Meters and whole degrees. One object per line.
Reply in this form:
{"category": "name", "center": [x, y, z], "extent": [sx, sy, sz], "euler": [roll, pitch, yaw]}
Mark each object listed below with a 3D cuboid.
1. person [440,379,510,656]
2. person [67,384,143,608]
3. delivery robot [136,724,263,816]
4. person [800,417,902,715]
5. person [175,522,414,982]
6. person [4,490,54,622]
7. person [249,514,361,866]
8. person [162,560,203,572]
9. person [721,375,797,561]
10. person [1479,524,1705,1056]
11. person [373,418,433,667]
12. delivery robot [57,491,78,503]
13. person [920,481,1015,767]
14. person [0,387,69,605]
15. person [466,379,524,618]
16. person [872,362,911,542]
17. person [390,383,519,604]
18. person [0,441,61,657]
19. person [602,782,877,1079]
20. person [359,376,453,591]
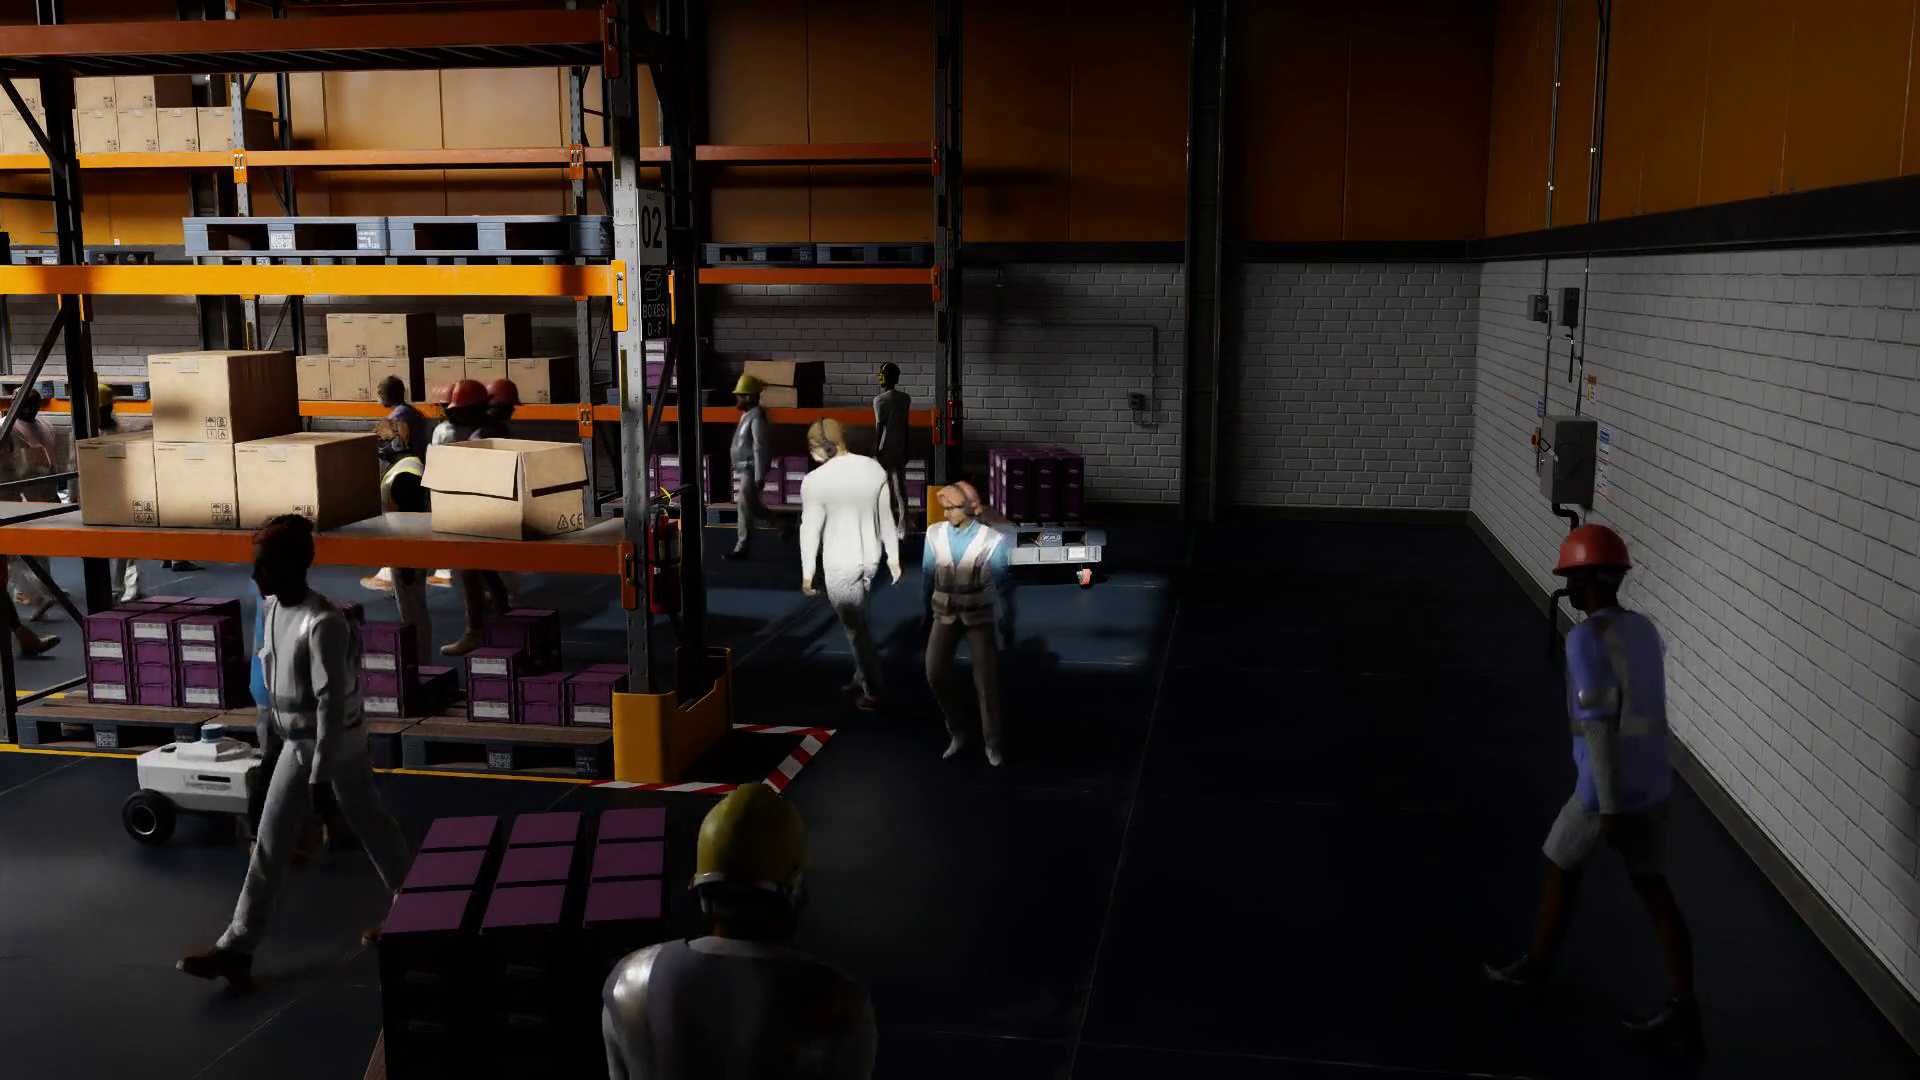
{"category": "person", "center": [-3.518, -0.158, 12.103], "extent": [0.566, 2.029, 0.642], "euler": [-1, 9, -8]}
{"category": "person", "center": [-7.041, -0.344, 13.724], "extent": [0.609, 1.868, 0.996], "euler": [-1, 9, -3]}
{"category": "delivery robot", "center": [-3.680, 1.153, 8.225], "extent": [0.707, 0.478, 0.477], "euler": [2, 9, 14]}
{"category": "person", "center": [-0.743, 0.166, 10.529], "extent": [0.694, 1.890, 0.713], "euler": [-9, 12, -43]}
{"category": "person", "center": [-2.591, 0.828, 6.623], "extent": [0.591, 1.816, 1.042], "euler": [8, 12, 42]}
{"category": "person", "center": [-7.667, -0.139, 13.312], "extent": [0.809, 1.596, 0.526], "euler": [0, 9, 2]}
{"category": "person", "center": [-3.059, 0.709, 7.826], "extent": [0.711, 1.668, 0.540], "euler": [-4, 10, -24]}
{"category": "person", "center": [-7.364, -0.586, 15.596], "extent": [0.327, 1.760, 0.523], "euler": [-8, 12, -41]}
{"category": "person", "center": [-1.962, -0.697, 16.101], "extent": [0.680, 1.817, 0.601], "euler": [-2, 9, -11]}
{"category": "person", "center": [2.369, 0.889, 6.126], "extent": [0.583, 1.858, 0.956], "euler": [-7, 11, -35]}
{"category": "person", "center": [-3.712, 0.103, 11.096], "extent": [0.428, 1.837, 0.626], "euler": [-3, 10, -19]}
{"category": "delivery robot", "center": [-9.489, -0.321, 17.380], "extent": [0.477, 0.478, 0.707], "euler": [1, 9, 5]}
{"category": "person", "center": [0.045, 0.473, 9.403], "extent": [0.608, 1.627, 0.378], "euler": [4, 10, 21]}
{"category": "person", "center": [-7.868, -0.384, 14.098], "extent": [0.430, 1.840, 0.619], "euler": [2, 9, 10]}
{"category": "person", "center": [-3.724, -0.311, 13.302], "extent": [0.563, 1.956, 0.633], "euler": [0, 9, -3]}
{"category": "person", "center": [-0.727, -0.907, 17.250], "extent": [0.328, 1.870, 0.509], "euler": [8, 12, 41]}
{"category": "person", "center": [-4.267, -0.361, 13.822], "extent": [1.023, 1.891, 0.556], "euler": [-5, 10, -29]}
{"category": "person", "center": [-7.080, -0.137, 12.102], "extent": [1.052, 1.987, 0.611], "euler": [1, 9, 8]}
{"category": "person", "center": [-0.453, 1.385, 3.276], "extent": [0.595, 1.791, 0.921], "euler": [2, 9, 12]}
{"category": "person", "center": [-4.909, -0.493, 14.646], "extent": [0.813, 1.892, 0.655], "euler": [0, 9, -1]}
